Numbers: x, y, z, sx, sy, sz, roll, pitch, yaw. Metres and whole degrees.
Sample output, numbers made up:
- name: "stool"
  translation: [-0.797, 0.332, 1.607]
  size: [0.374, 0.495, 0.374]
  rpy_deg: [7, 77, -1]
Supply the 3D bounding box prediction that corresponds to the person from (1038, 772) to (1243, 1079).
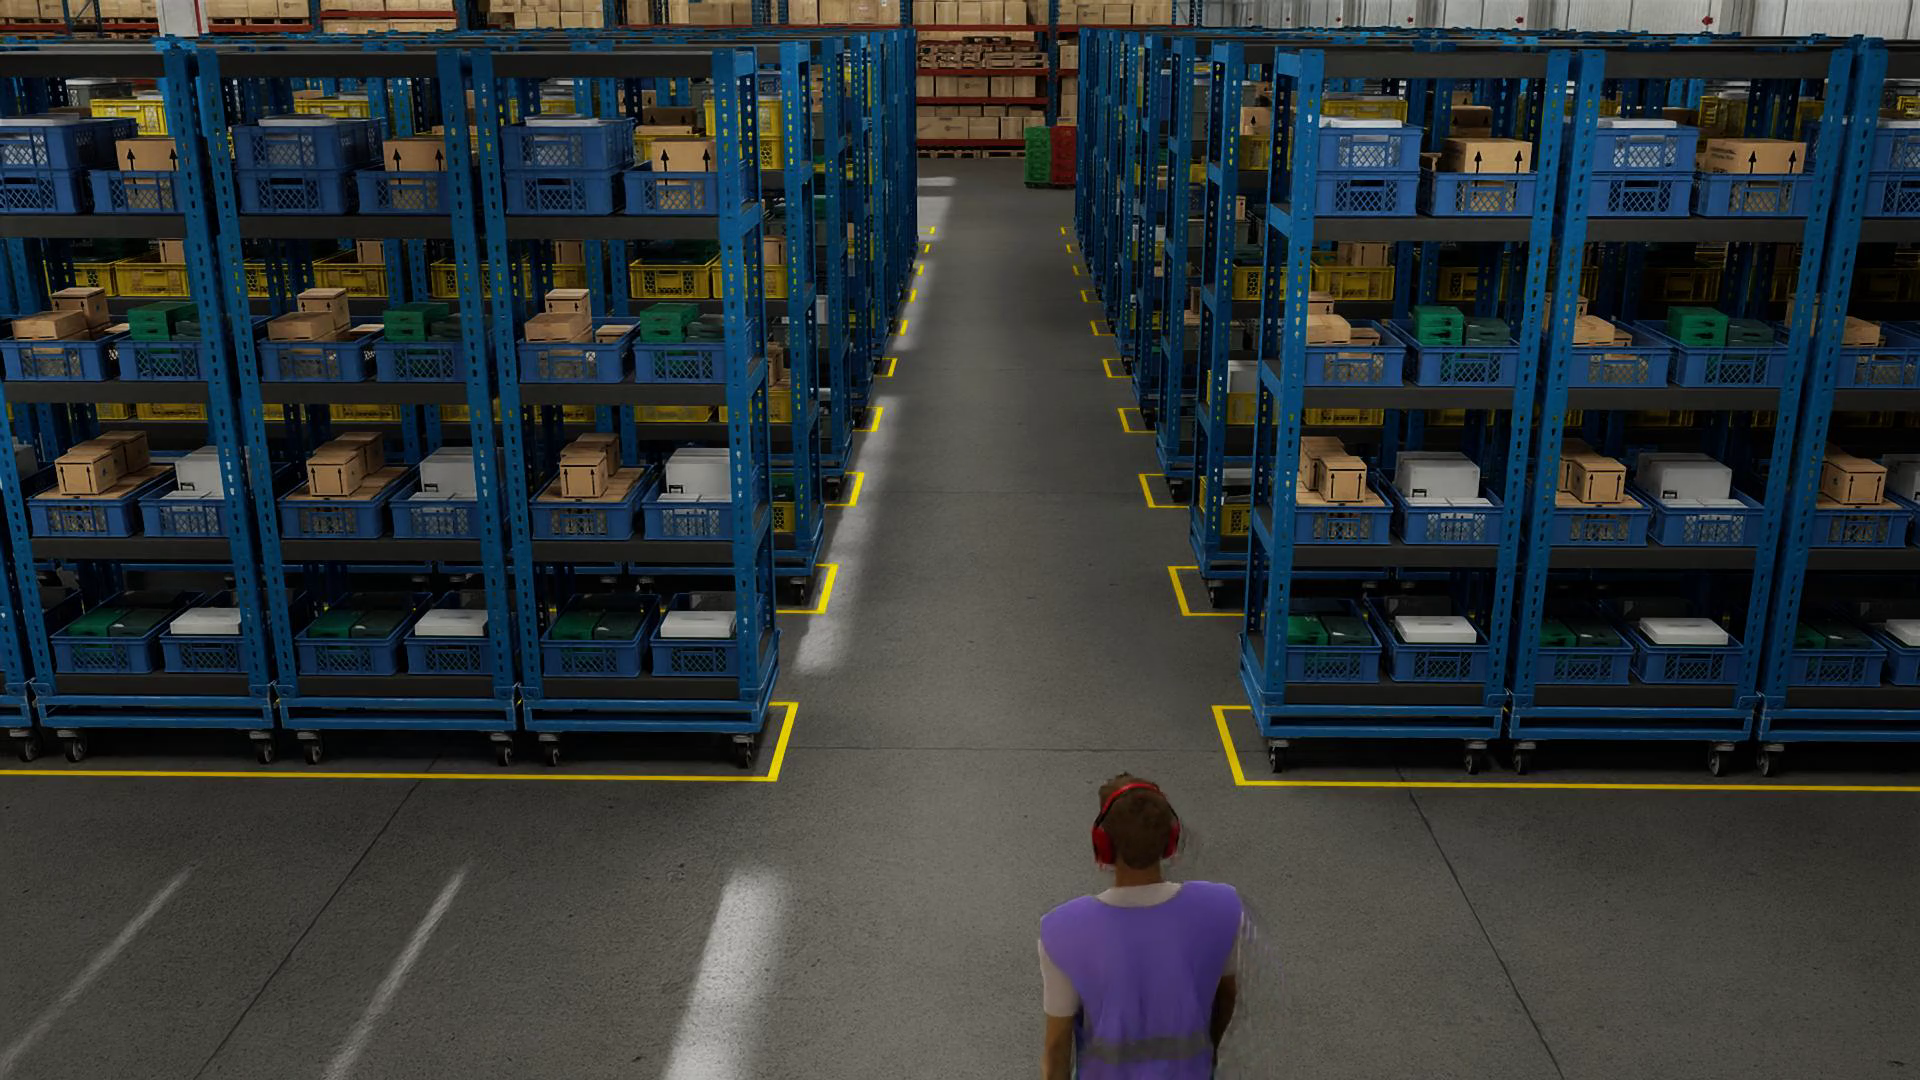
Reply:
- name: "person"
  translation: [0.486, 1.496, 4.669]
  size: [0.575, 1.789, 0.986]
  rpy_deg: [-1, 17, -4]
